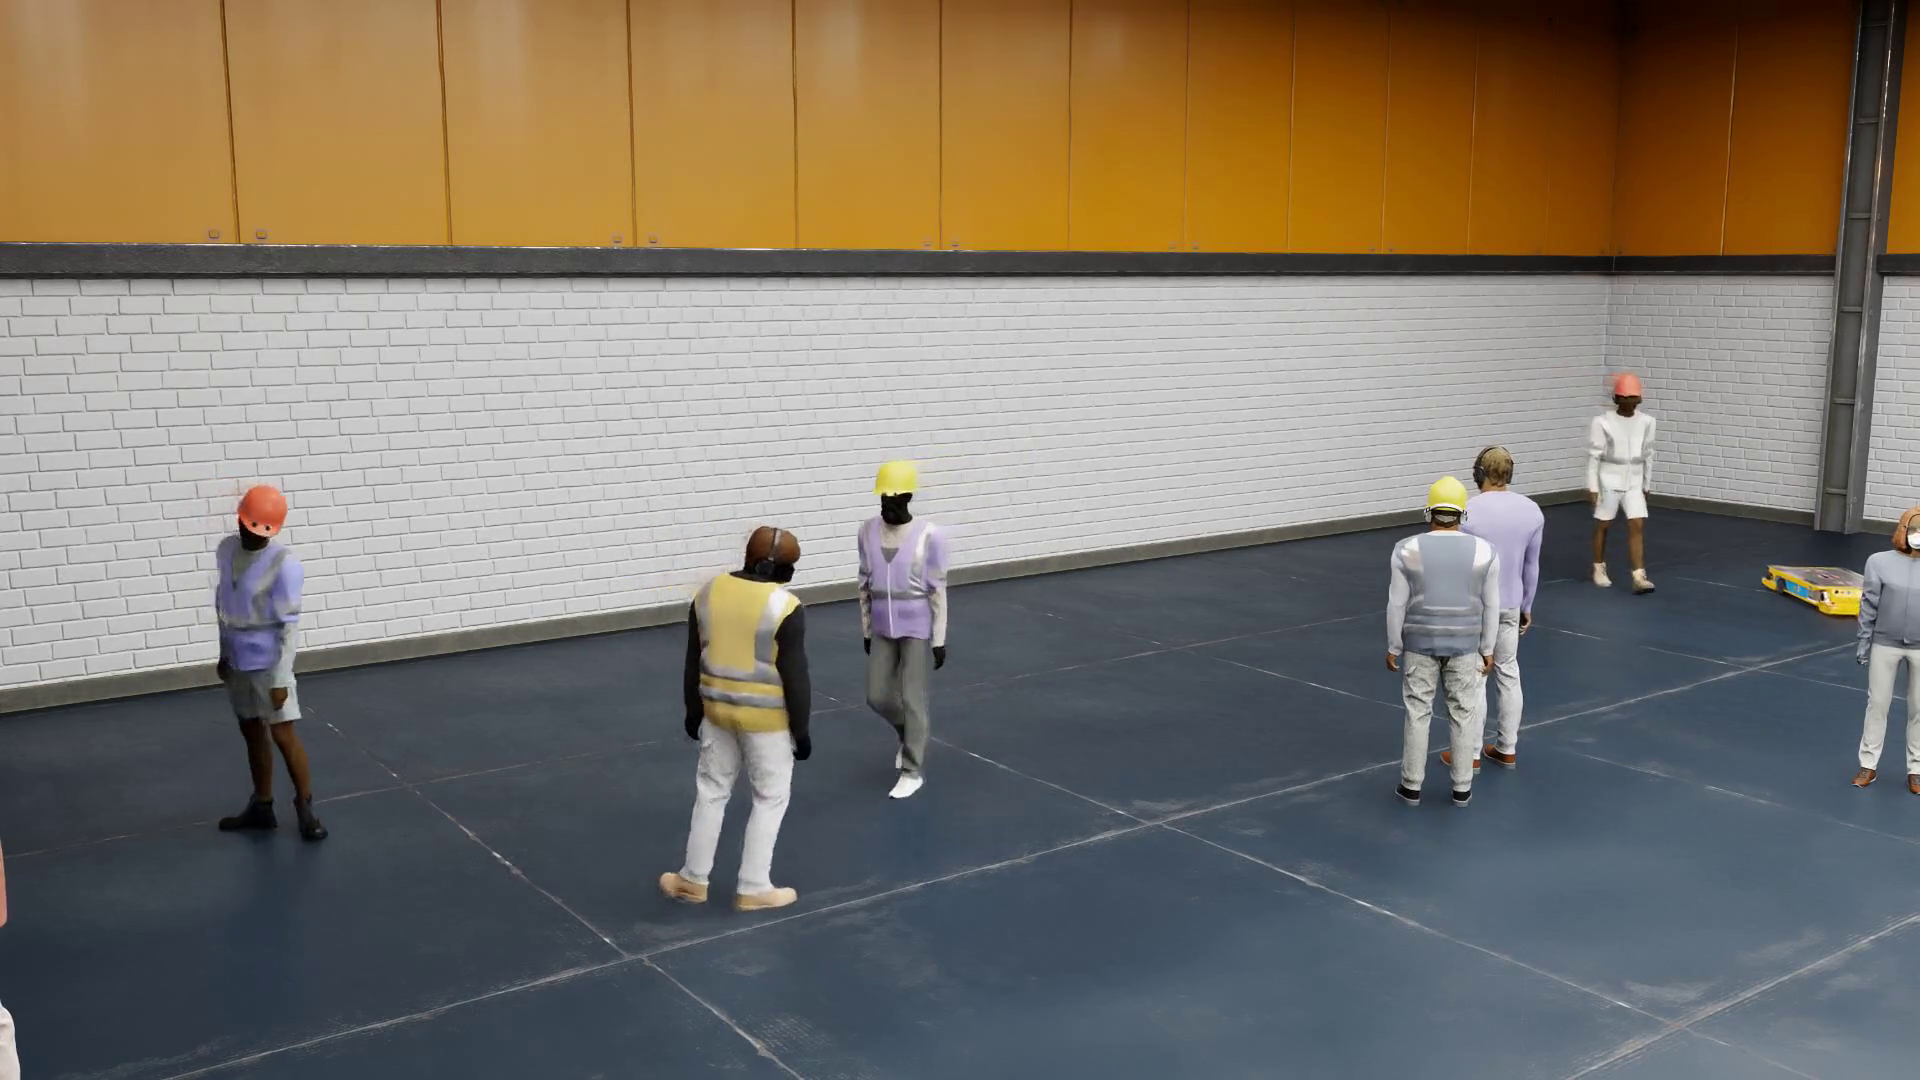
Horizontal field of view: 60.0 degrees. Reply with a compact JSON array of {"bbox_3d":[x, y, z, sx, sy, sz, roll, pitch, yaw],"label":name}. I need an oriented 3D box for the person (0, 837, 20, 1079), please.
[{"bbox_3d":[-3.102,1.155,5.034,0.394,1.985,0.608,-3,10,-18],"label":"person"}]

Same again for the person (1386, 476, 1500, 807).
[{"bbox_3d":[2.645,0.563,9.153,0.600,1.831,0.404,1,9,7],"label":"person"}]

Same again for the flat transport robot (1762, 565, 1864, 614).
[{"bbox_3d":[7.746,0.432,14.762,0.652,0.197,1.431,1,9,4],"label":"flat transport robot"}]

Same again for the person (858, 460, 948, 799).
[{"bbox_3d":[-0.308,0.485,9.412,0.593,1.913,0.522,5,10,27],"label":"person"}]

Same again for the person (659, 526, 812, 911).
[{"bbox_3d":[-1.039,0.819,7.709,0.828,1.801,0.432,4,10,26],"label":"person"}]

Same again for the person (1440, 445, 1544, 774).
[{"bbox_3d":[3.101,0.408,9.780,0.638,1.938,0.357,-3,10,-19],"label":"person"}]

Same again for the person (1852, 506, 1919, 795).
[{"bbox_3d":[5.353,0.618,9.417,0.500,1.636,0.284,5,11,30],"label":"person"}]

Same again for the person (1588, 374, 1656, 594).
[{"bbox_3d":[6.073,-0.503,15.212,0.639,1.995,0.987,0,9,0],"label":"person"}]

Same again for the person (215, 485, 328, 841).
[{"bbox_3d":[-3.637,0.636,8.585,0.665,1.884,0.366,5,11,29],"label":"person"}]
